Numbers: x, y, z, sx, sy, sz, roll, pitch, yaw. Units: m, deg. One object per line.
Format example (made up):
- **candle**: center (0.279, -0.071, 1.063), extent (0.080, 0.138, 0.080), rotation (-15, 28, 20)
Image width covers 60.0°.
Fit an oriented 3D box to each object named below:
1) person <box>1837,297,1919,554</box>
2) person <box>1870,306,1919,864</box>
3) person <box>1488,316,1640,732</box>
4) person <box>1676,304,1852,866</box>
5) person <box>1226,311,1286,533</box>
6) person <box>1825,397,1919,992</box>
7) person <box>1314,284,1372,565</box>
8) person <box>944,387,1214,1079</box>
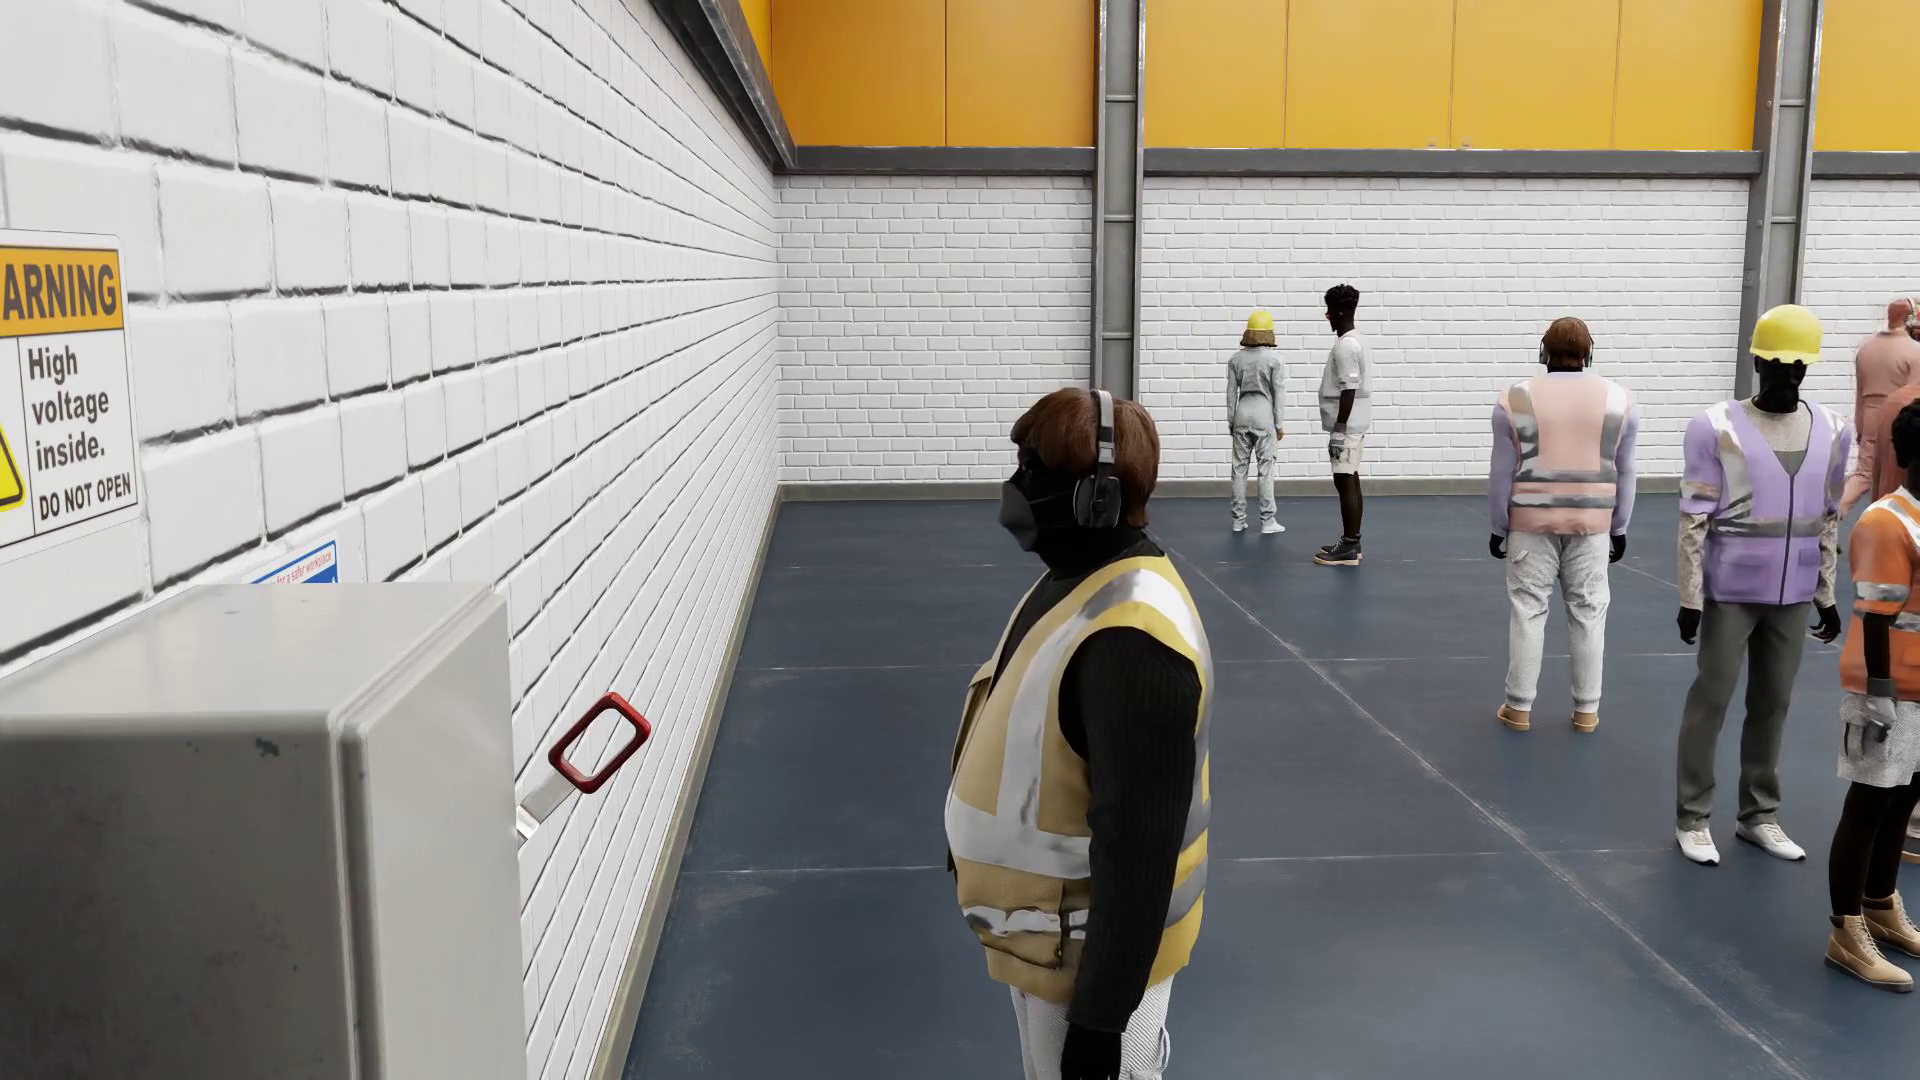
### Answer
- **person**: center (6.652, -0.809, 11.966), extent (0.892, 1.879, 0.651), rotation (-2, 9, -13)
- **person**: center (3.374, 0.118, 5.758), extent (0.376, 1.997, 0.612), rotation (0, 9, 0)
- **person**: center (2.645, -0.061, 7.365), extent (0.627, 1.844, 0.429), rotation (2, 9, 10)
- **person**: center (2.751, 0.162, 5.703), extent (0.591, 1.923, 0.381), rotation (-1, 9, -6)
- **person**: center (2.337, -0.926, 13.102), extent (0.487, 1.744, 0.312), rotation (7, 11, 36)
- **person**: center (2.724, 0.423, 4.784), extent (0.533, 1.696, 0.318), rotation (-7, 12, -39)
- **person**: center (2.689, -0.805, 11.655), extent (0.363, 1.960, 0.614), rotation (4, 10, 21)
- **person**: center (0.189, 0.668, 2.783), extent (0.429, 1.846, 0.626), rotation (-1, 9, -6)
